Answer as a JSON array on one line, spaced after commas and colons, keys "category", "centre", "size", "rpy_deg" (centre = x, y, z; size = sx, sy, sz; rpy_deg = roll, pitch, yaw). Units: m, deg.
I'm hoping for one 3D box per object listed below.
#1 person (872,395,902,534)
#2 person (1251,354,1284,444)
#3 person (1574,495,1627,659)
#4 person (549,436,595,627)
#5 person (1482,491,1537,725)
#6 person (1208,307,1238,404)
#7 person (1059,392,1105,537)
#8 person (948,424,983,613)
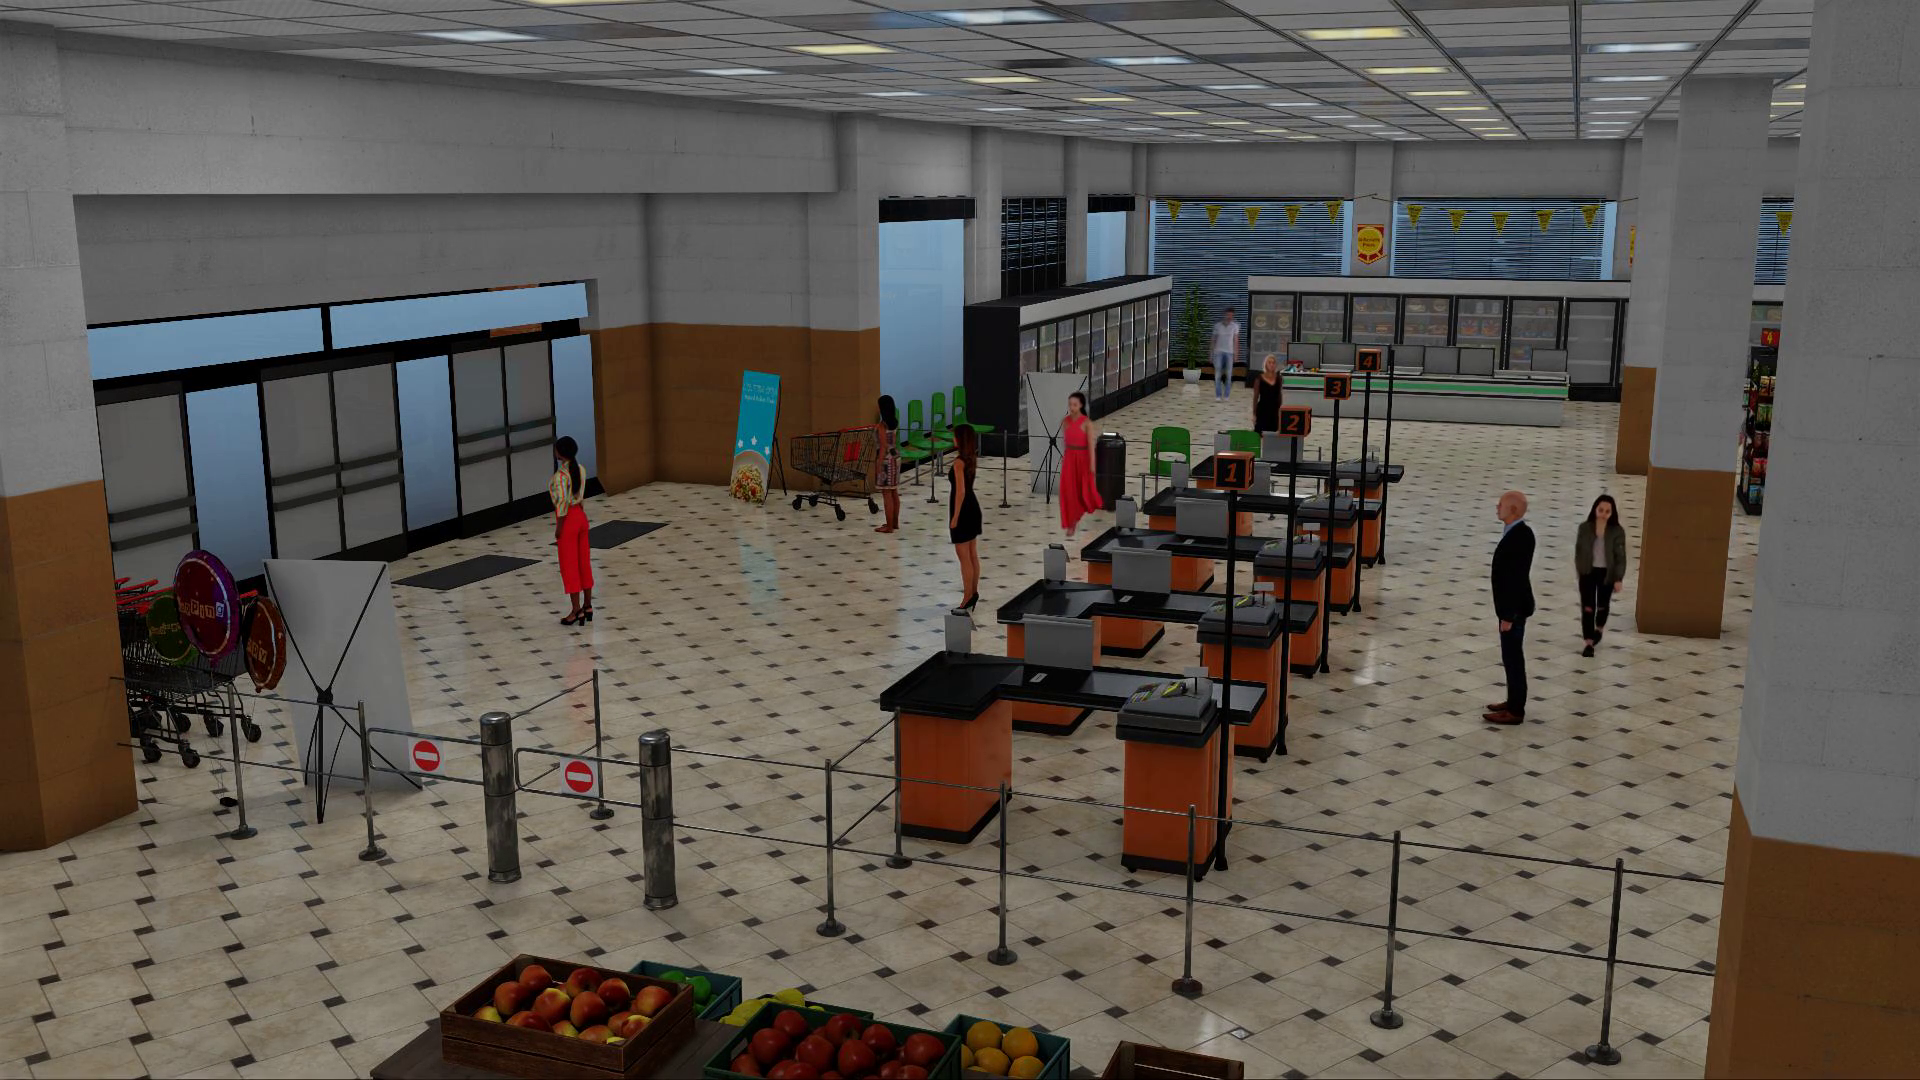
[{"category": "person", "centre": [-0.866, -0.922, 19.930], "size": [0.521, 1.645, 0.651], "rpy_deg": [5, 13, 21]}, {"category": "person", "centre": [4.392, -1.801, 23.902], "size": [0.973, 1.730, 0.935], "rpy_deg": [-2, 12, -11]}, {"category": "person", "centre": [5.595, 0.316, 14.601], "size": [1.003, 1.420, 0.712], "rpy_deg": [7, 14, 29]}, {"category": "person", "centre": [-3.647, -0.091, 15.626], "size": [0.518, 1.793, 0.602], "rpy_deg": [5, 13, 21]}, {"category": "person", "centre": [4.246, 0.514, 12.750], "size": [0.560, 1.795, 0.690], "rpy_deg": [5, 13, 21]}, {"category": "person", "centre": [5.052, -3.541, 31.940], "size": [0.824, 1.823, 0.826], "rpy_deg": [3, 12, 12]}, {"category": "person", "centre": [1.421, -0.897, 19.718], "size": [1.032, 1.683, 0.706], "rpy_deg": [6, 13, 26]}, {"category": "person", "centre": [0.045, -0.210, 16.090], "size": [0.519, 1.834, 0.581], "rpy_deg": [5, 13, 21]}]
